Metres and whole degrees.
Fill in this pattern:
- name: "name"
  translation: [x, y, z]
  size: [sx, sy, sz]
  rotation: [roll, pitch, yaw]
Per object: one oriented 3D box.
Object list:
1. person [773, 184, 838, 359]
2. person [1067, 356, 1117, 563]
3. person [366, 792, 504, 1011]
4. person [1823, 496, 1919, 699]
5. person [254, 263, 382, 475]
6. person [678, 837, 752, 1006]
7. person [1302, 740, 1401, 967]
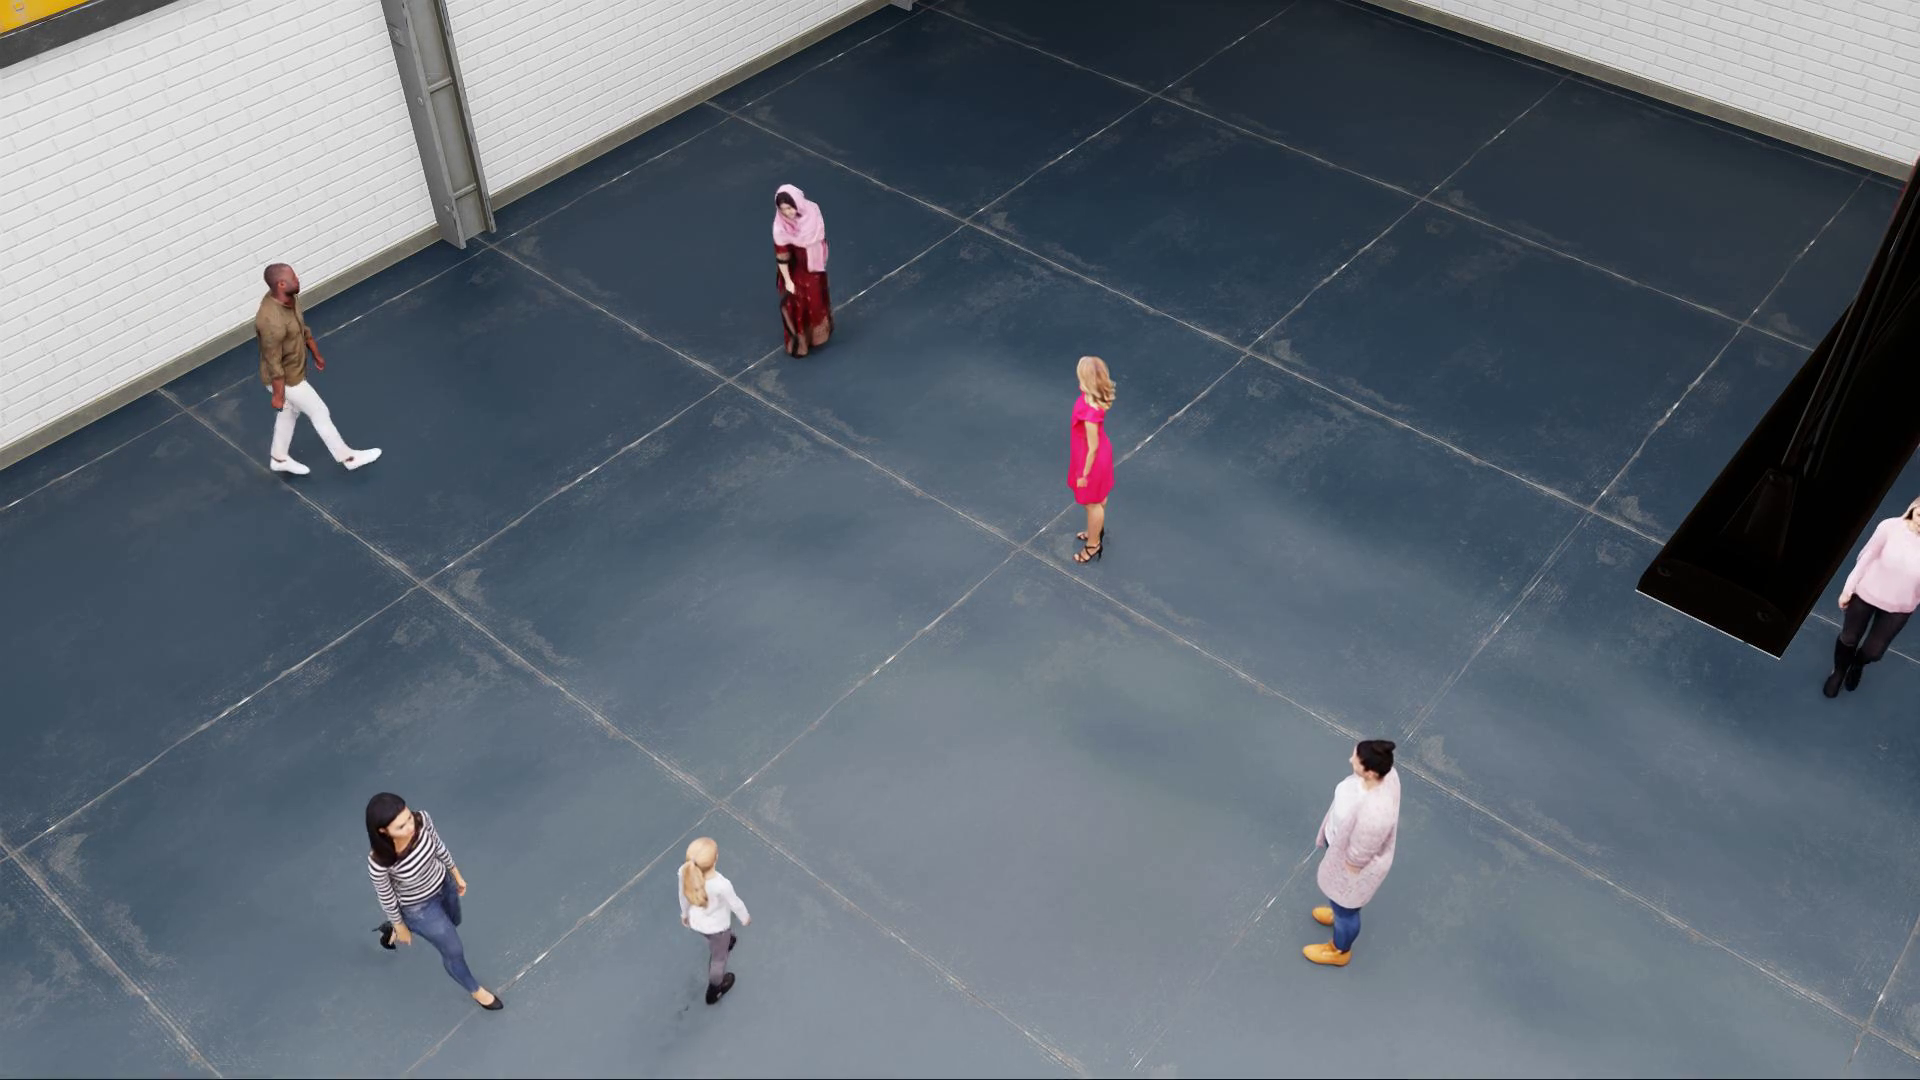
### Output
- name: "person"
  translation: [-1.223, -2.184, 13.128]
  size: [0.840, 1.606, 0.534]
  rotation: [25, 49, 24]
- name: "person"
  translation: [0.911, -0.557, 11.334]
  size: [0.713, 1.726, 0.611]
  rotation: [9, 44, 10]
- name: "person"
  translation: [-2.864, 1.876, 8.747]
  size: [0.881, 1.771, 1.034]
  rotation: [15, 46, 15]
- name: "person"
  translation: [5.810, 0.312, 10.458]
  size: [0.628, 1.675, 0.640]
  rotation: [24, 49, 23]
- name: "person"
  translation: [-4.898, -1.163, 11.921]
  size: [1.205, 1.793, 1.104]
  rotation: [-4, 44, -5]
- name: "person"
  translation: [-1.366, 2.080, 8.898]
  size: [0.541, 1.268, 0.664]
  rotation: [24, 48, 23]
- name: "person"
  translation: [2.166, 1.669, 8.985]
  size: [0.842, 1.744, 0.722]
  rotation: [10, 45, 11]
